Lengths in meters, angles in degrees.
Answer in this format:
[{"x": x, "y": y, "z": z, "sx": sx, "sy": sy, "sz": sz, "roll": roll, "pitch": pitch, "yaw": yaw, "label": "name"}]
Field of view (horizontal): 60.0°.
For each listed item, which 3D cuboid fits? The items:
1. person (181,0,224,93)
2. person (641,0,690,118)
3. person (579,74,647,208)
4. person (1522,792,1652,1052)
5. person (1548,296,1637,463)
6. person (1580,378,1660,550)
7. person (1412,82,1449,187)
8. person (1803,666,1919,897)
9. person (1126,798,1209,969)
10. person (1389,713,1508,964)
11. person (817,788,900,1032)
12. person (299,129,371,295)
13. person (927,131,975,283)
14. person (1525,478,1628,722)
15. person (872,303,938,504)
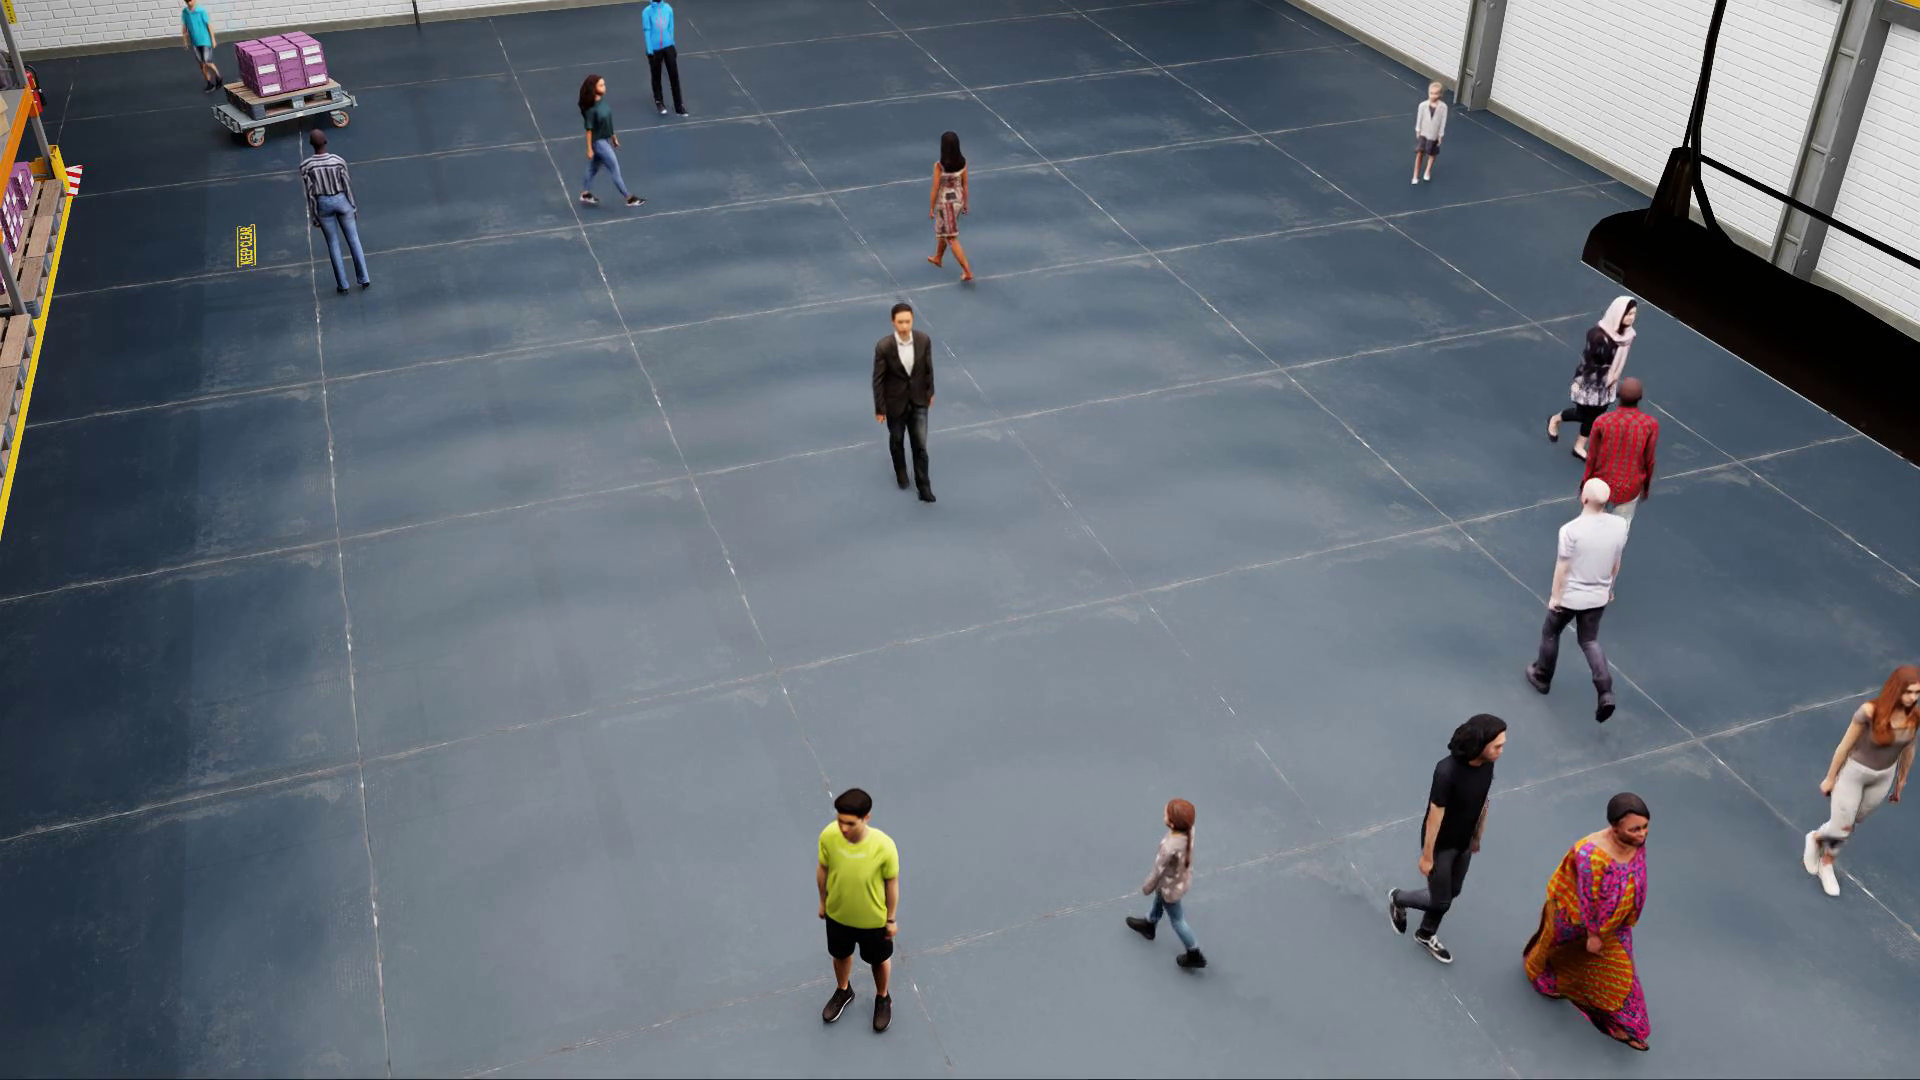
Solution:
[{"x": -10.542, "y": -6.981, "z": 23.170, "sx": 0.638, "sy": 1.436, "sz": 0.674, "roll": 6, "pitch": 34, "yaw": 10, "label": "person"}, {"x": -4.047, "y": -6.583, "z": 22.271, "sx": 0.685, "sy": 1.769, "sz": 0.975, "roll": -15, "pitch": 37, "yaw": -22, "label": "person"}, {"x": -4.301, "y": -4.668, "z": 19.570, "sx": 1.031, "sy": 1.569, "sz": 1.098, "roll": 7, "pitch": 34, "yaw": 10, "label": "person"}, {"x": 3.547, "y": 2.049, "z": 9.401, "sx": 0.706, "sy": 1.640, "sz": 1.152, "roll": -15, "pitch": 36, "yaw": -21, "label": "person"}, {"x": 5.563, "y": -1.443, "z": 14.681, "sx": 0.676, "sy": 1.612, "sz": 0.813, "roll": -12, "pitch": 35, "yaw": -17, "label": "person"}, {"x": 5.089, "y": -0.389, "z": 12.927, "sx": 1.081, "sy": 1.798, "sz": 1.151, "roll": 15, "pitch": 36, "yaw": 21, "label": "person"}, {"x": 5.765, "y": -4.977, "z": 20.329, "sx": 0.806, "sy": 1.244, "sz": 0.909, "roll": 10, "pitch": 35, "yaw": 15, "label": "person"}, {"x": 5.545, "y": 1.421, "z": 10.276, "sx": 0.705, "sy": 1.718, "sz": 0.729, "roll": 0, "pitch": 34, "yaw": 0, "label": "person"}, {"x": 1.295, "y": 2.042, "z": 9.830, "sx": 0.875, "sy": 1.177, "sz": 0.754, "roll": 20, "pitch": 39, "yaw": 28, "label": "person"}, {"x": 2.818, "y": 1.693, "z": 9.776, "sx": 0.750, "sy": 1.818, "sz": 0.795, "roll": -20, "pitch": 38, "yaw": -27, "label": "person"}, {"x": -0.574, "y": 2.048, "z": 9.341, "sx": 0.701, "sy": 1.708, "sz": 0.723, "roll": 9, "pitch": 35, "yaw": 13, "label": "person"}, {"x": -6.600, "y": -3.459, "z": 17.548, "sx": 0.628, "sy": 1.795, "sz": 0.549, "roll": -15, "pitch": 36, "yaw": -21, "label": "person"}, {"x": -0.071, "y": -3.542, "z": 17.842, "sx": 0.839, "sy": 1.608, "sz": 1.169, "roll": -24, "pitch": 40, "yaw": -31, "label": "person"}, {"x": 4.381, "y": 0.453, "z": 11.654, "sx": 0.756, "sy": 1.804, "sz": 1.118, "roll": -6, "pitch": 34, "yaw": -9, "label": "person"}, {"x": -0.496, "y": -1.233, "z": 14.217, "sx": 0.762, "sy": 1.776, "sz": 1.047, "roll": -9, "pitch": 35, "yaw": -14, "label": "person"}]
